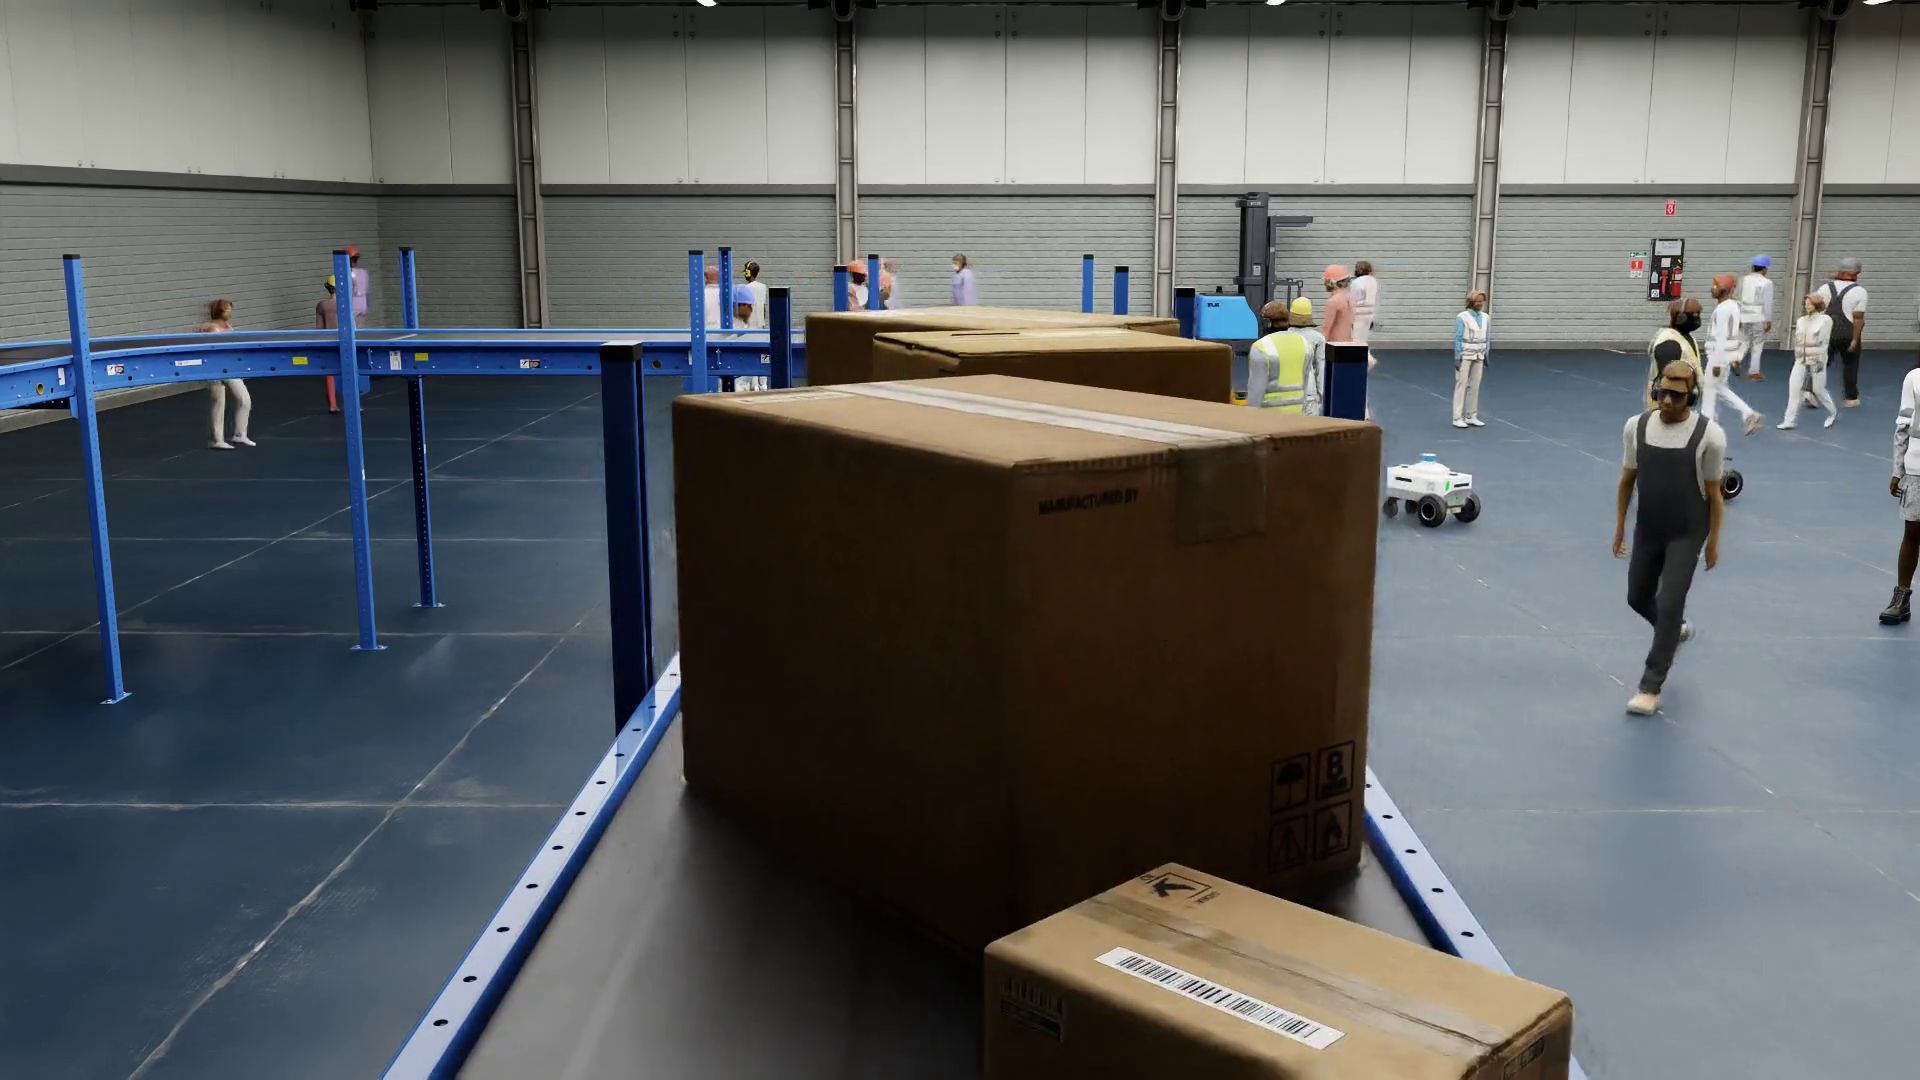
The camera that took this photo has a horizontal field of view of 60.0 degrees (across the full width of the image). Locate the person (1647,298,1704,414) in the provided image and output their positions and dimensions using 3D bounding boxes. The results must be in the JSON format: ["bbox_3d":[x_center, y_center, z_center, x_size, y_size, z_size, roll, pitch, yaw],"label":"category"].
[{"bbox_3d":[6.053,-1.120,14.028,0.480,1.828,0.658,8,14,37],"label":"person"}]

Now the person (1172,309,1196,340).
[{"bbox_3d":[2.110,-1.405,15.832,0.316,1.695,0.542,6,13,29],"label":"person"}]

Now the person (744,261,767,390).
[{"bbox_3d":[-2.970,-3.049,23.837,0.328,1.872,0.515,6,12,28],"label":"person"}]

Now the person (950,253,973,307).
[{"bbox_3d":[0.039,-3.732,27.208,0.604,1.918,0.674,-4,12,-21],"label":"person"}]

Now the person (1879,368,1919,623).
[{"bbox_3d":[5.994,-0.427,10.174,0.545,1.943,0.347,10,15,41],"label":"person"}]

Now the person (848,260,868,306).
[{"bbox_3d":[-1.541,-3.078,23.930,0.981,1.905,0.541,9,14,40],"label":"person"}]

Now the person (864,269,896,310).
[{"bbox_3d":[-0.911,-1.925,17.898,1.044,1.948,0.607,-4,12,-18],"label":"person"}]

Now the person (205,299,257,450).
[{"bbox_3d":[-7.901,-1.777,17.956,0.552,1.621,0.525,1,11,4],"label":"person"}]

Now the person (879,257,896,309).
[{"bbox_3d":[-1.113,-3.431,25.775,0.849,1.884,0.636,-3,11,-13],"label":"person"}]

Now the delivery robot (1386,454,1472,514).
[{"bbox_3d":[3.901,-0.474,13.858,0.477,0.478,0.707,-7,13,-32],"label":"delivery robot"}]

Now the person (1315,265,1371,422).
[{"bbox_3d":[4.435,-2.269,19.663,1.053,1.944,0.622,6,12,27],"label":"person"}]

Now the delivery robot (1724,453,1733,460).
[{"bbox_3d":[6.621,-0.828,15.007,0.698,0.223,0.335,-3,11,-14],"label":"delivery robot"}]

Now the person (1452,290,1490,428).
[{"bbox_3d":[6.121,-2.172,19.929,0.516,1.637,0.312,-6,12,-28],"label":"person"}]

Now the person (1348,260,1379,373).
[{"bbox_3d":[6.315,-3.452,26.012,0.630,1.831,0.571,-9,14,-40],"label":"person"}]

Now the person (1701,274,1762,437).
[{"bbox_3d":[8.581,-2.029,18.603,0.690,1.867,0.582,8,14,37],"label":"person"}]

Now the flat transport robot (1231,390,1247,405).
[{"bbox_3d":[3.143,-1.954,22.439,0.652,0.197,1.431,-8,14,-36],"label":"flat transport robot"}]

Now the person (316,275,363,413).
[{"bbox_3d":[-7.970,-2.506,21.318,0.526,1.765,0.329,2,11,10],"label":"person"}]

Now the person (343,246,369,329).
[{"bbox_3d":[-9.865,-3.777,27.169,0.678,2.030,0.612,3,11,15],"label":"person"}]

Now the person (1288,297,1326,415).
[{"bbox_3d":[3.234,-1.440,15.892,0.493,1.743,0.295,2,11,12],"label":"person"}]

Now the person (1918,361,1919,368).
[{"bbox_3d":[14.887,-3.306,24.998,0.959,1.918,0.640,2,11,9],"label":"person"}]

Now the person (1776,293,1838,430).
[{"bbox_3d":[10.121,-2.118,19.719,0.732,1.612,0.517,-5,12,-24],"label":"person"}]

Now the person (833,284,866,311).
[{"bbox_3d":[-1.040,-1.600,16.472,0.991,1.842,0.657,3,12,17],"label":"person"}]

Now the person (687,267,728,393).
[{"bbox_3d":[-3.147,-2.517,21.097,0.670,1.864,0.927,-5,12,-25],"label":"person"}]

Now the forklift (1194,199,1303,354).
[{"bbox_3d":[5.313,-4.851,30.603,1.873,2.768,1.129,0,11,1],"label":"forklift"}]

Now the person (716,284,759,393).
[{"bbox_3d":[-2.117,-1.439,15.544,1.015,1.890,0.621,2,11,8],"label":"person"}]

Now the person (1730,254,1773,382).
[{"bbox_3d":[12.146,-3.394,25.444,0.477,1.931,0.635,-4,12,-21],"label":"person"}]

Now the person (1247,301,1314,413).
[{"bbox_3d":[2.507,-0.981,13.299,0.621,1.837,0.429,-7,13,-32],"label":"person"}]

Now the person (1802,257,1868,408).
[{"bbox_3d":[11.579,-2.746,21.947,1.033,2.000,0.678,-9,14,-37],"label":"person"}]

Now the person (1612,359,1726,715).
[{"bbox_3d":[3.689,-0.048,8.582,0.543,1.813,0.767,11,15,44],"label":"person"}]
